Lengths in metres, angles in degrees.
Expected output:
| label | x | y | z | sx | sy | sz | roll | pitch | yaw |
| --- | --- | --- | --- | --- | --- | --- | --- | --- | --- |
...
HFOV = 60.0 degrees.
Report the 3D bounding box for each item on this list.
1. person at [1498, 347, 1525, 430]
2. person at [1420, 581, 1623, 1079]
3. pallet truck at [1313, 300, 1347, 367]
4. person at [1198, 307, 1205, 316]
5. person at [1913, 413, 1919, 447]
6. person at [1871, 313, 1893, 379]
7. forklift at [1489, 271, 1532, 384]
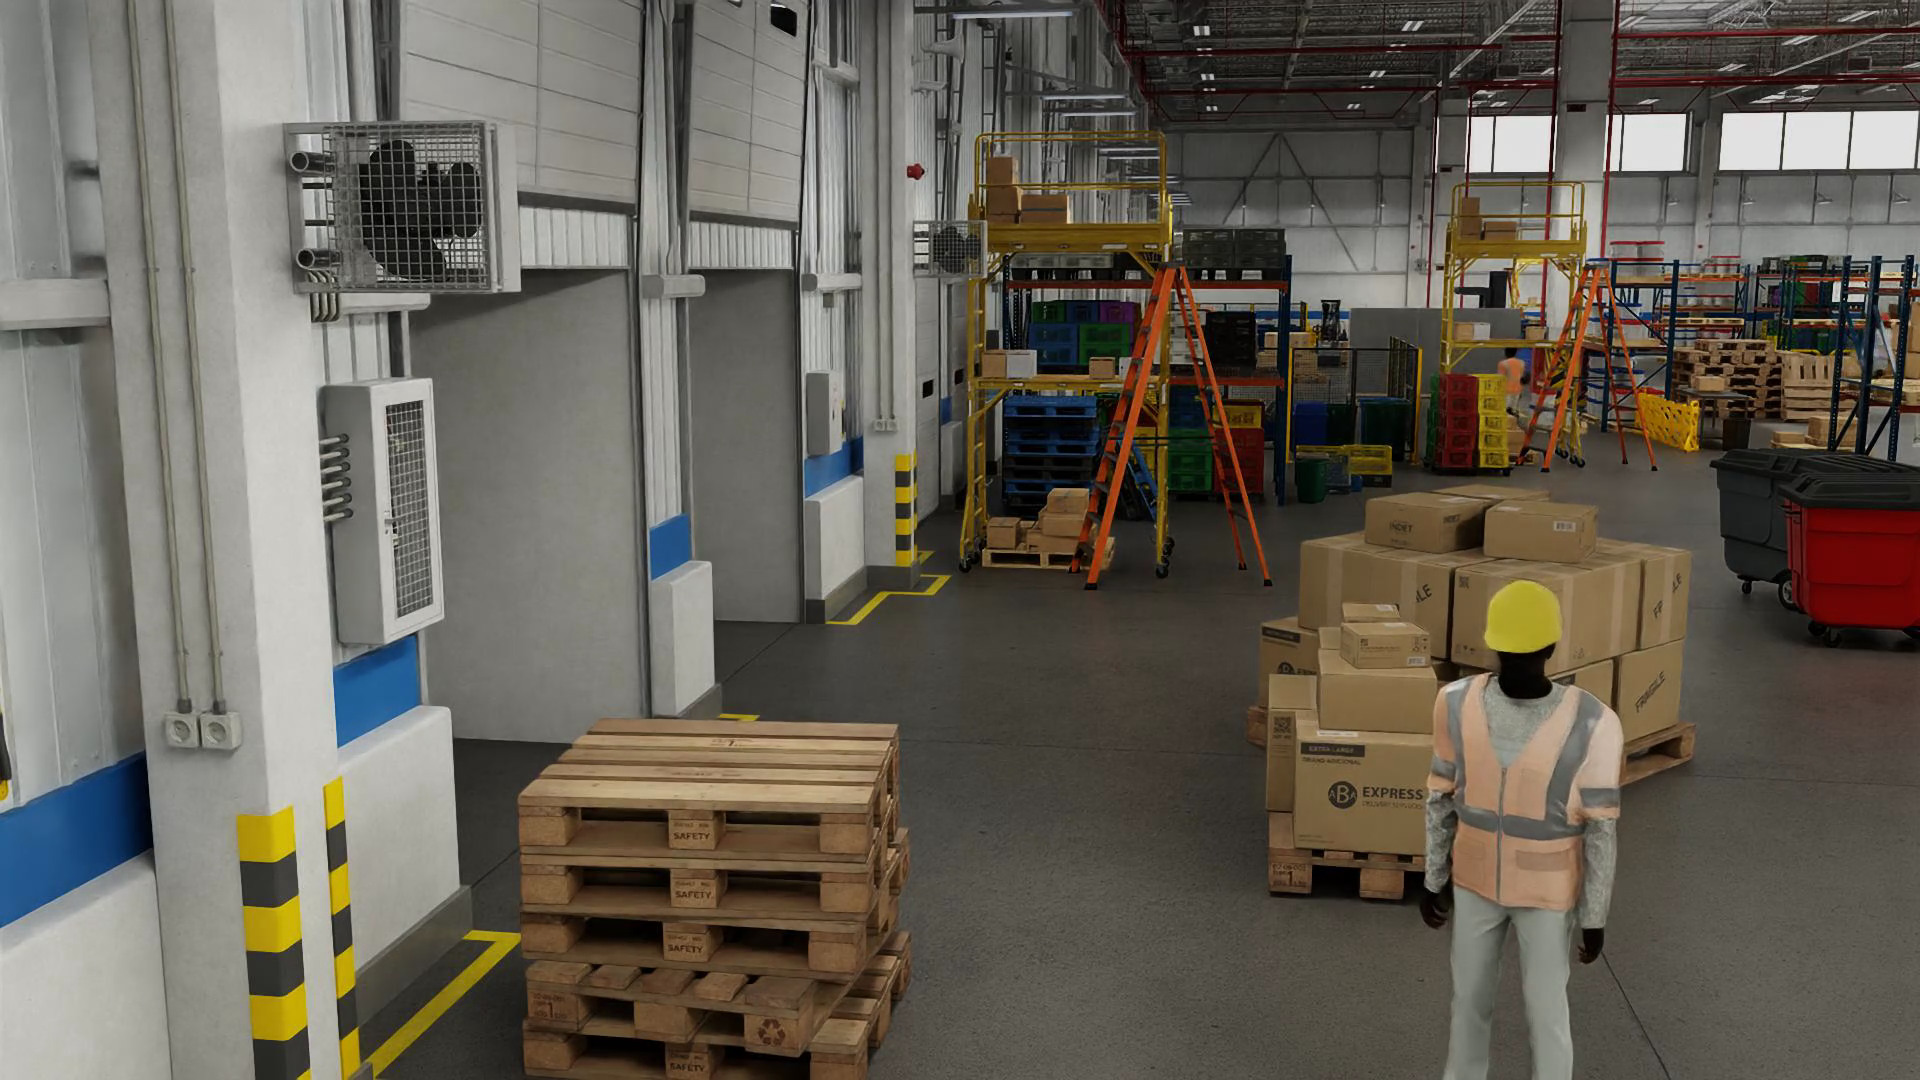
| label | x | y | z | sx | sy | sz | roll | pitch | yaw |
| --- | --- | --- | --- | --- | --- | --- | --- | --- | --- |
| person | 9.222 | -2.480 | 27.767 | 0.541 | 1.682 | 0.617 | -4 | 10 | -24 |
| person | 1.715 | 1.065 | 5.169 | 0.590 | 1.918 | 0.398 | 7 | 12 | 39 |
| pallet truck | 11.159 | -6.200 | 49.718 | 0.823 | 1.965 | 1.885 | 4 | 10 | 26 |
| person | 6.281 | -5.168 | 43.695 | 0.484 | 1.910 | 0.648 | -8 | 12 | -40 |
| person | 15.637 | -2.355 | 26.809 | 0.319 | 1.739 | 0.485 | 9 | 13 | 43 |
| person | 20.569 | -4.136 | 37.248 | 0.562 | 1.916 | 0.712 | -2 | 9 | -12 |
| forklift | 13.422 | -5.322 | 41.591 | 1.873 | 2.768 | 1.129 | 1 | 9 | 9 |
